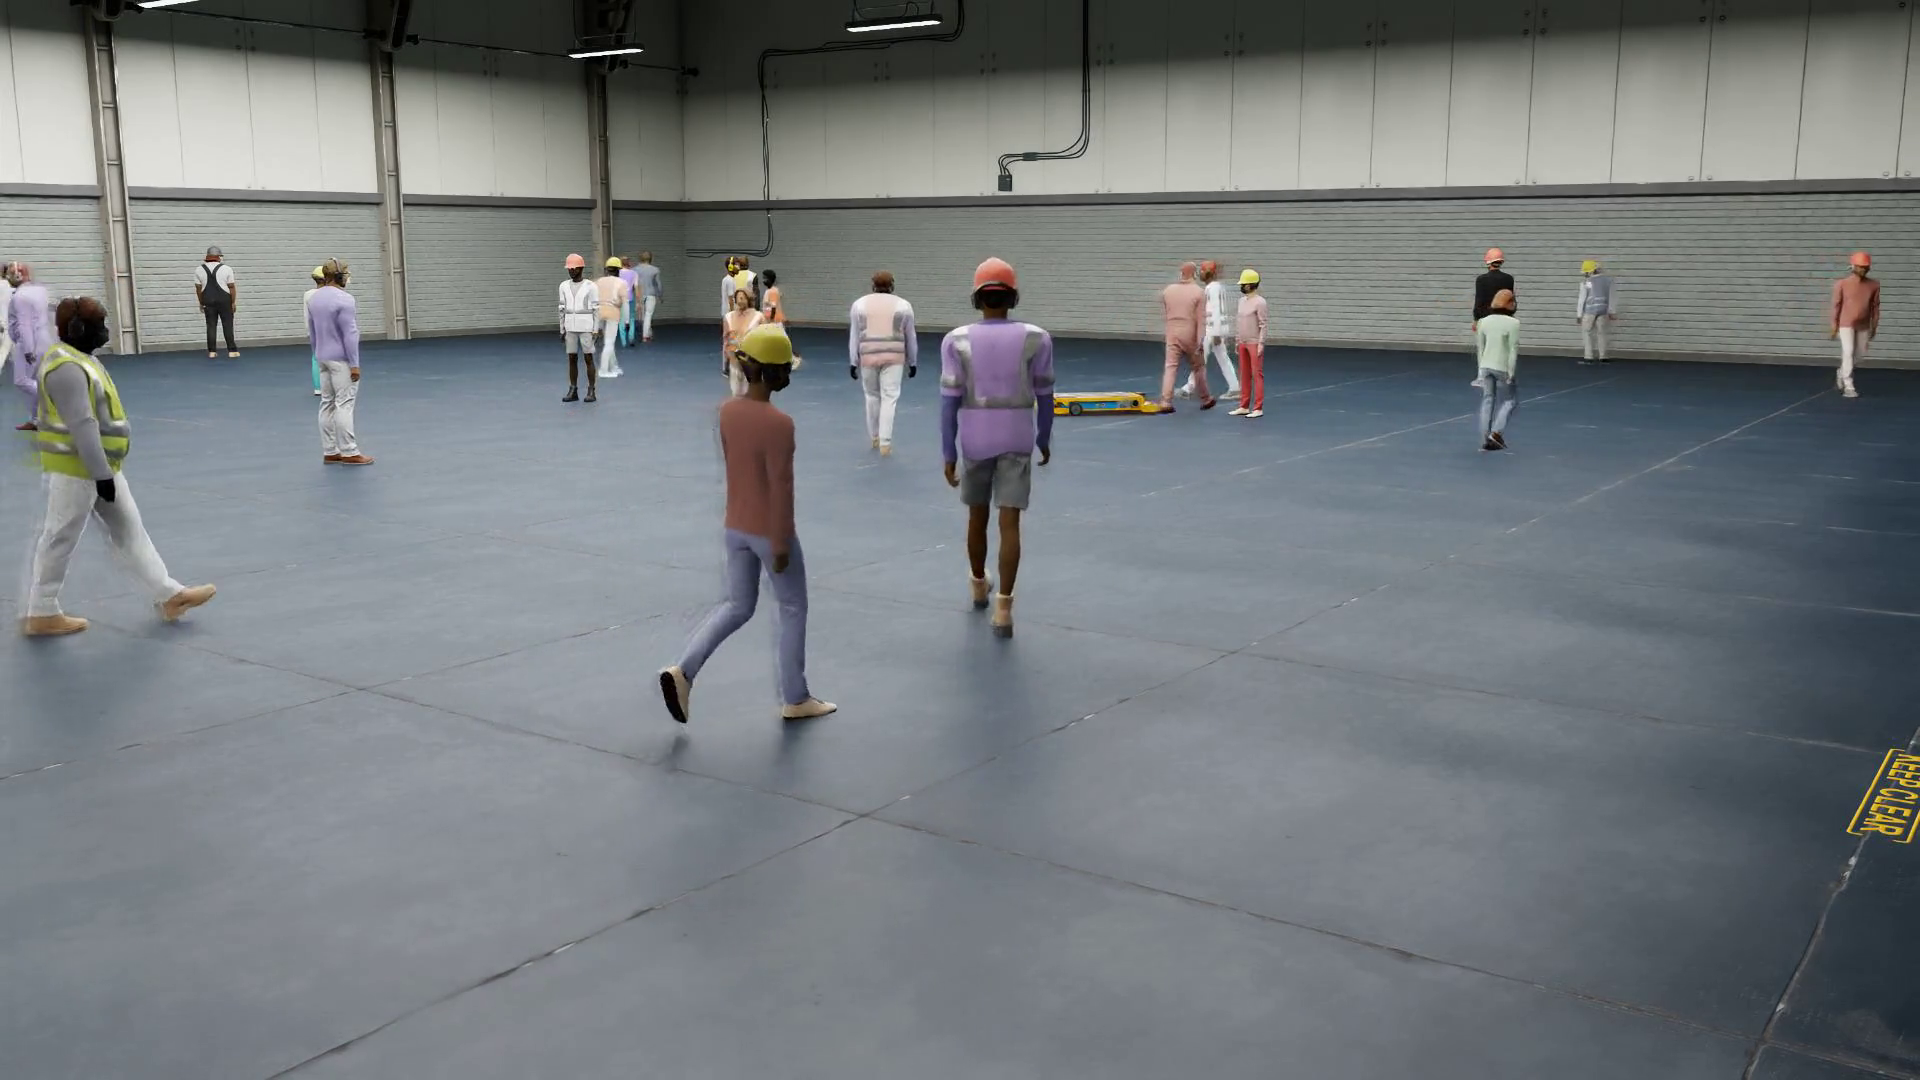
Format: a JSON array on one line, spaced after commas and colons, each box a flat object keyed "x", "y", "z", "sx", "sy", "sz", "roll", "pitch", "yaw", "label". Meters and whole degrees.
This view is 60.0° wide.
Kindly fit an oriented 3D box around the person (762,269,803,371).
[{"x": -2.952, "y": -3.531, "z": 26.820, "sx": 0.810, "sy": 1.664, "sz": 0.553, "roll": -3, "pitch": 11, "yaw": -18, "label": "person"}]

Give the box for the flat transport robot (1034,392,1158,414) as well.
[{"x": 1.652, "y": -1.689, "z": 20.404, "sx": 1.431, "sy": 0.197, "sz": 0.652, "roll": -2, "pitch": 10, "yaw": -11, "label": "flat transport robot"}]

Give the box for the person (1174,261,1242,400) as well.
[{"x": 3.305, "y": -2.759, "z": 22.003, "sx": 0.972, "sy": 1.835, "sz": 0.600, "roll": 2, "pitch": 10, "yaw": 9, "label": "person"}]

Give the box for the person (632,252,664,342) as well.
[{"x": -6.617, "y": -5.143, "z": 35.254, "sx": 0.639, "sy": 1.880, "sz": 1.060, "roll": 2, "pitch": 10, "yaw": 10, "label": "person"}]

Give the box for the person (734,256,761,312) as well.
[{"x": -3.902, "y": -4.206, "z": 30.098, "sx": 0.630, "sy": 1.846, "sz": 0.429, "roll": 2, "pitch": 10, "yaw": 11, "label": "person"}]

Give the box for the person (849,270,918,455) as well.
[{"x": -0.745, "y": -1.775, "z": 16.591, "sx": 0.659, "sy": 1.800, "sz": 0.907, "roll": 1, "pitch": 10, "yaw": 4, "label": "person"}]

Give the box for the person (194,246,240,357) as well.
[{"x": -13.571, "y": -4.362, "z": 30.422, "sx": 0.676, "sy": 2.000, "sz": 0.536, "roll": -1, "pitch": 10, "yaw": -6, "label": "person"}]

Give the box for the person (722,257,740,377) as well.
[{"x": -3.563, "y": -3.481, "z": 25.982, "sx": 0.309, "sy": 1.865, "sz": 0.534, "roll": -3, "pitch": 10, "yaw": -15, "label": "person"}]

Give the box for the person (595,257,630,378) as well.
[{"x": -5.462, "y": -3.467, "z": 25.953, "sx": 0.606, "sy": 1.866, "sz": 0.842, "roll": 4, "pitch": 11, "yaw": 23, "label": "person"}]

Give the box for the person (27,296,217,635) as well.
[{"x": -4.568, "y": -0.393, "z": 8.878, "sx": 0.959, "sy": 1.789, "sz": 0.657, "roll": -3, "pitch": 11, "yaw": -17, "label": "person"}]

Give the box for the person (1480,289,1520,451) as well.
[{"x": 5.391, "y": -1.689, "z": 16.621, "sx": 0.356, "sy": 1.622, "sz": 0.499, "roll": -7, "pitch": 12, "yaw": -34, "label": "person"}]

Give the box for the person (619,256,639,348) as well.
[{"x": -6.742, "y": -4.778, "z": 33.372, "sx": 0.591, "sy": 1.811, "sz": 0.819, "roll": -2, "pitch": 10, "yaw": -11, "label": "person"}]

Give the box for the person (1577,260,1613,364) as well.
[{"x": 10.967, "y": -3.916, "z": 28.666, "sx": 0.732, "sy": 1.792, "sz": 0.405, "roll": -3, "pitch": 10, "yaw": -14, "label": "person"}]

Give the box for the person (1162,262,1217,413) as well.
[{"x": 2.796, "y": -2.497, "z": 20.536, "sx": 0.643, "sy": 1.843, "sz": 1.039, "roll": 6, "pitch": 12, "yaw": 31, "label": "person"}]

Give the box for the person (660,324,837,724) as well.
[{"x": -0.905, "y": -0.048, "z": 7.092, "sx": 0.728, "sy": 1.740, "sz": 0.525, "roll": -9, "pitch": 14, "yaw": -42, "label": "person"}]

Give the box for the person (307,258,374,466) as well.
[{"x": -5.824, "y": -1.658, "z": 15.562, "sx": 0.629, "sy": 1.940, "sz": 0.377, "roll": 7, "pitch": 13, "yaw": 36, "label": "person"}]

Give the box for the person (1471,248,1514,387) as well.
[{"x": 7.728, "y": -3.223, "z": 24.162, "sx": 0.613, "sy": 1.997, "sz": 0.374, "roll": -3, "pitch": 10, "yaw": -14, "label": "person"}]

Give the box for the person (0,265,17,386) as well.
[{"x": -13.937, "y": -3.154, "z": 24.342, "sx": 0.600, "sy": 1.795, "sz": 0.993, "roll": 2, "pitch": 10, "yaw": 14, "label": "person"}]

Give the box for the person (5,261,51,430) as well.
[{"x": -10.239, "y": -2.142, "z": 18.429, "sx": 0.552, "sy": 1.886, "sz": 0.641, "roll": -2, "pitch": 10, "yaw": -9, "label": "person"}]

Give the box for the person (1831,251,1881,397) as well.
[{"x": 12.174, "y": -2.944, "z": 22.690, "sx": 0.624, "sy": 1.971, "sz": 0.786, "roll": 1, "pitch": 10, "yaw": 4, "label": "person"}]

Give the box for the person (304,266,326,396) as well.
[{"x": -8.685, "y": -2.848, "z": 22.718, "sx": 0.526, "sy": 1.765, "sz": 0.330, "roll": 2, "pitch": 10, "yaw": 11, "label": "person"}]

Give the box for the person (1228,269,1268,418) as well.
[{"x": 3.465, "y": -2.345, "z": 19.903, "sx": 0.329, "sy": 1.765, "sz": 0.526, "roll": -5, "pitch": 11, "yaw": -25, "label": "person"}]

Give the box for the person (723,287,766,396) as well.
[{"x": -2.296, "y": -1.920, "z": 17.933, "sx": 0.517, "sy": 1.616, "sz": 0.668, "roll": 4, "pitch": 11, "yaw": 20, "label": "person"}]

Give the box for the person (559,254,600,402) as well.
[{"x": -4.998, "y": -2.768, "z": 21.782, "sx": 0.551, "sy": 1.935, "sz": 0.372, "roll": 2, "pitch": 10, "yaw": 11, "label": "person"}]

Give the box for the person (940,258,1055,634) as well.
[{"x": 0.206, "y": -0.531, "z": 9.111, "sx": 0.623, "sy": 1.993, "sz": 1.029, "roll": 0, "pitch": 10, "yaw": 2, "label": "person"}]
